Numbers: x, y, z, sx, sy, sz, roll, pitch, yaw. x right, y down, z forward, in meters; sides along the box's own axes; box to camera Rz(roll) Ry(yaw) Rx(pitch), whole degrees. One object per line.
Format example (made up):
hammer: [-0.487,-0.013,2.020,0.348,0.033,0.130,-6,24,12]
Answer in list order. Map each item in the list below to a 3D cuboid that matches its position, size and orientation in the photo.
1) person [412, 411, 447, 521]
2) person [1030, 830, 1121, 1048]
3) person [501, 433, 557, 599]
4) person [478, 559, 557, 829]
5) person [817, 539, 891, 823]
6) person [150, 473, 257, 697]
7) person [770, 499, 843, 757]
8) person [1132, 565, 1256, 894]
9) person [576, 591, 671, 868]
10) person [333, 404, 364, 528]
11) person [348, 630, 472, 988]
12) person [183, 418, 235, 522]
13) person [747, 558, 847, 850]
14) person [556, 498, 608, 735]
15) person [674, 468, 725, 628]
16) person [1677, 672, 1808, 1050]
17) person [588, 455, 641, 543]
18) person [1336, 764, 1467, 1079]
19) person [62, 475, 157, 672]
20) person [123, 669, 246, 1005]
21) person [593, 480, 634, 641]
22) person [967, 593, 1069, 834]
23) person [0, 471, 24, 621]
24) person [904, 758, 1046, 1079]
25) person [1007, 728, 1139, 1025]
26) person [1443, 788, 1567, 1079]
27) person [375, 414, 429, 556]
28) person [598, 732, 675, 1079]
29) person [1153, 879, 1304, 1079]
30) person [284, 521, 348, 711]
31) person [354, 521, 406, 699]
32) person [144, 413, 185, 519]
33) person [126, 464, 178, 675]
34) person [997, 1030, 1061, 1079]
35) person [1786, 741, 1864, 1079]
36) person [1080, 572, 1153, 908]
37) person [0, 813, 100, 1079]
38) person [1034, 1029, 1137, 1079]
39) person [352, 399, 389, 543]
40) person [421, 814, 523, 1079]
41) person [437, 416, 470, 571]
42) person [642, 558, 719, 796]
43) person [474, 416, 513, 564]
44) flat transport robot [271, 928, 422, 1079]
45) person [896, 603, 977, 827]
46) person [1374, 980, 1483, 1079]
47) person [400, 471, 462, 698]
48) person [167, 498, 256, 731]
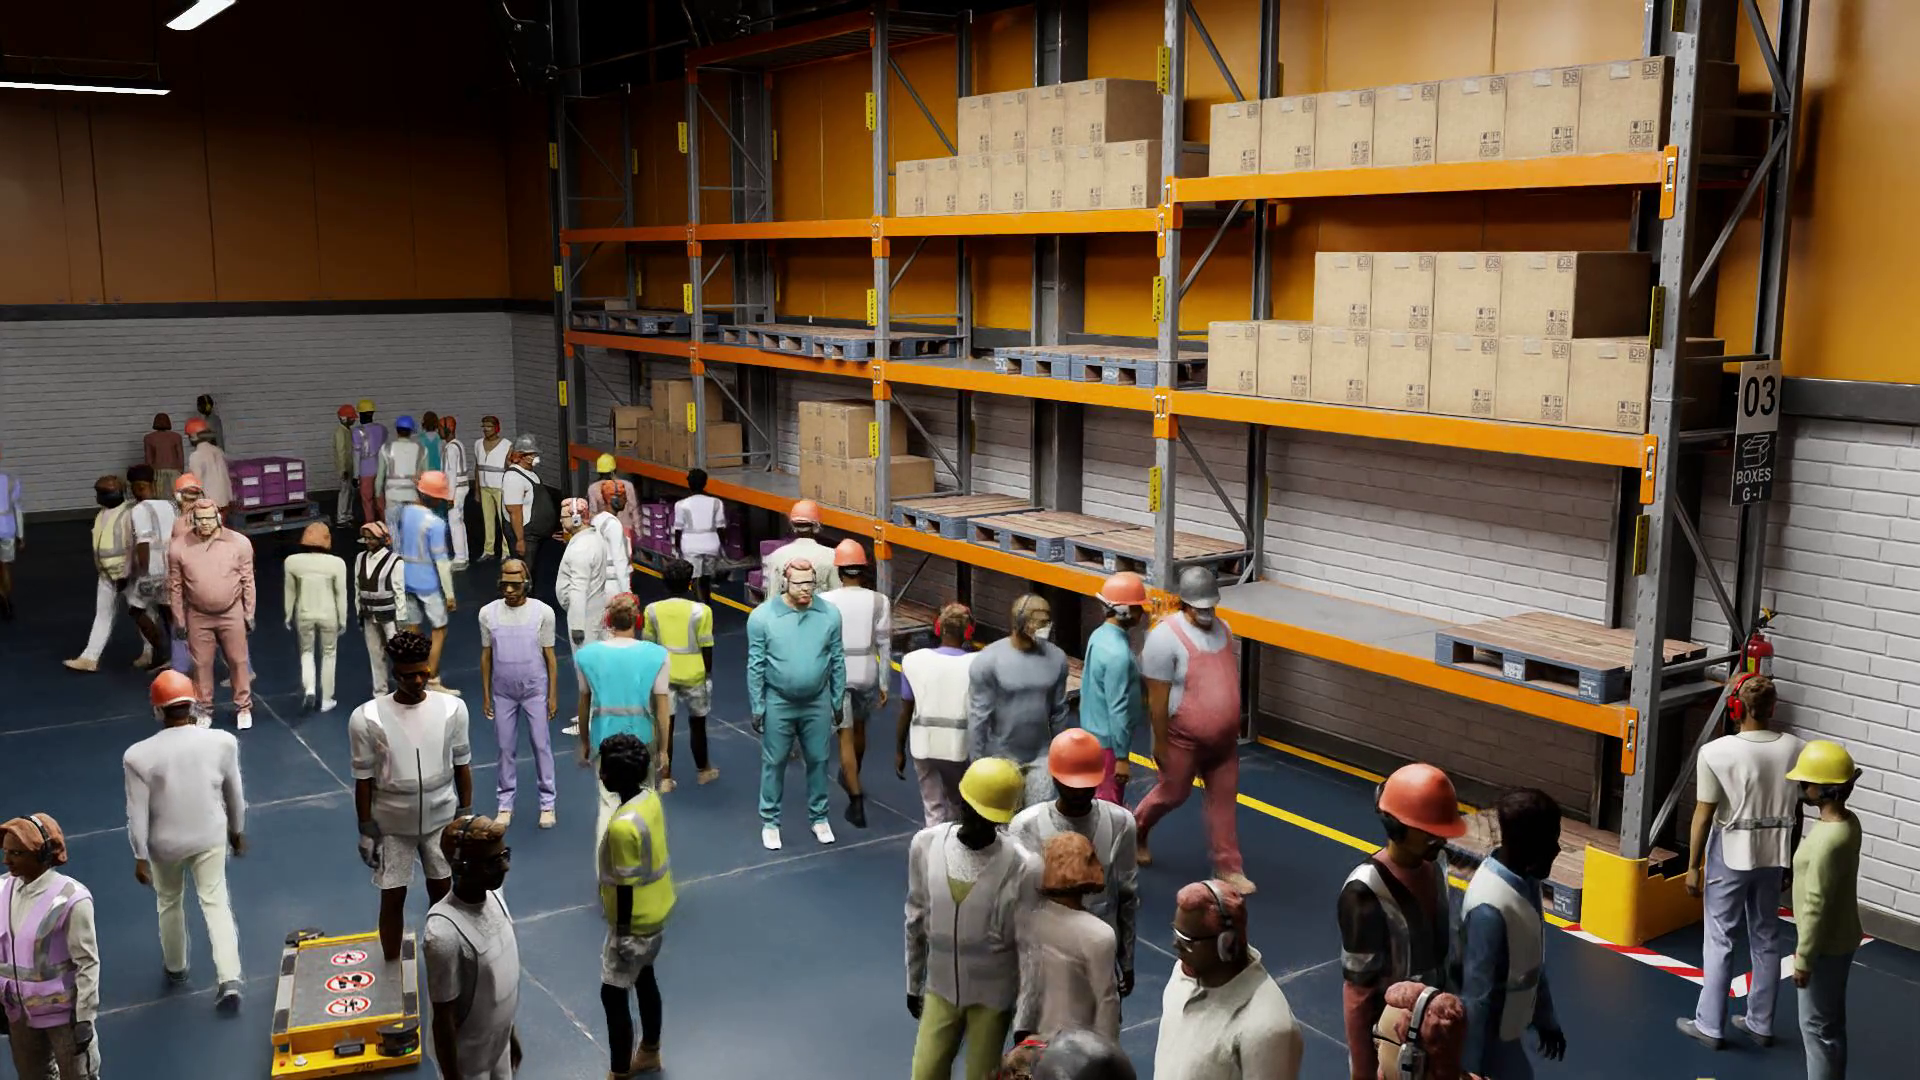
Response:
person: [-6.860,-0.778,21.708,0.520,1.808,0.941,-3,10,-17]
person: [0.470,1.907,6.453,0.415,1.624,0.506,-9,13,-42]
person: [-4.374,-0.085,16.918,0.535,2.000,0.681,0,10,-2]
person: [-2.923,1.020,11.046,0.502,1.837,0.350,0,10,-2]
person: [-0.758,0.933,11.420,0.545,1.887,0.975,-3,10,-20]
person: [-6.645,0.394,14.444,0.650,1.958,0.682,0,10,-2]
person: [-1.196,0.662,12.804,0.607,1.964,0.981,5,11,27]
person: [1.379,1.081,10.075,0.684,2.000,0.902,-7,12,-37]
person: [-2.014,1.216,9.963,0.574,1.808,0.913,0,10,-3]
person: [-8.602,-1.041,23.411,0.354,1.742,0.559,-1,10,-7]
person: [-2.755,1.407,8.422,0.599,1.958,0.373,-6,11,-31]
person: [-8.663,-0.437,19.235,0.564,1.962,0.624,1,10,7]
person: [-1.038,1.048,10.706,0.651,1.901,0.396,-3,10,-17]
person: [-3.025,0.602,13.310,0.400,1.900,0.646,0,10,-1]
person: [-2.632,0.100,16.952,0.530,1.666,0.793,-5,11,-26]
person: [3.756,1.546,7.953,0.560,1.837,0.388,-1,10,-9]
person: [-3.747,-0.104,18.039,0.542,1.693,0.880,1,10,9]
person: [1.605,1.780,6.024,0.410,2.028,0.617,9,13,43]
person: [-7.775,0.325,15.205,0.621,1.795,0.882,5,11,28]
person: [-3.933,1.511,8.501,0.572,1.720,0.858,-7,12,-37]
person: [-3.016,0.407,14.502,0.353,1.880,0.586,-4,11,-23]
person: [0.342,1.249,9.429,0.646,1.935,0.392,-5,11,-27]
person: [-10.017,-0.083,17.290,0.548,1.919,0.715,-9,13,-44]
person: [-0.003,1.778,6.408,0.615,1.892,0.621,5,11,25]
person: [0.467,1.697,6.802,0.543,1.929,0.386,-1,10,-8]
person: [2.014,1.821,6.159,0.483,1.896,0.588,4,11,24]
person: [-6.657,-0.536,19.920,0.641,1.923,0.559,-5,11,-27]
person: [-1.498,1.694,7.525,0.383,1.685,0.542,1,10,6]
person: [0.792,1.980,5.235,0.399,1.897,0.652,-3,10,-18]
person: [-5.354,0.649,13.829,0.521,1.616,0.405,-2,10,-9]
person: [-4.801,0.649,13.807,0.514,1.631,0.312,4,11,24]
person: [-11.109,-0.962,23.255,0.501,1.633,0.285,-4,10,-20]
person: [-7.325,0.276,15.113,0.501,1.931,0.646,1,10,8]
person: [0.129,2.173,4.271,0.573,1.833,0.557,6,11,32]
person: [3.676,1.721,7.139,0.340,1.762,0.525,7,12,36]
person: [0.911,1.166,9.751,0.413,1.986,0.614,-1,10,-6]
person: [-3.617,1.873,6.597,0.514,1.641,0.308,3,10,19]
person: [0.332,2.112,4.020,0.769,2.000,0.702,9,13,44]
person: [-7.859,-0.915,22.161,0.385,1.921,0.586,5,11,27]
person: [-1.743,1.875,6.028,0.355,1.842,0.509,1,10,7]
person: [-6.167,-0.569,20.249,0.368,1.878,0.584,-2,10,-12]
person: [-1.994,0.962,11.841,0.558,1.691,0.443,2,10,10]
person: [-5.782,-0.633,20.698,0.563,1.847,0.389,3,10,19]
flat transport robot: [-3.052,2.265,8.311,0.652,0.197,1.431,-3,10,-19]
person: [-0.079,1.232,9.995,0.597,1.779,0.804,0,10,1]
person: [1.201,2.103,4.471,0.408,1.908,0.646,5,11,29]
person: [-4.587,0.403,14.216,0.667,2.001,0.498,9,13,41]
person: [-5.964,0.606,13.299,0.635,1.900,0.397,-4,10,-21]
